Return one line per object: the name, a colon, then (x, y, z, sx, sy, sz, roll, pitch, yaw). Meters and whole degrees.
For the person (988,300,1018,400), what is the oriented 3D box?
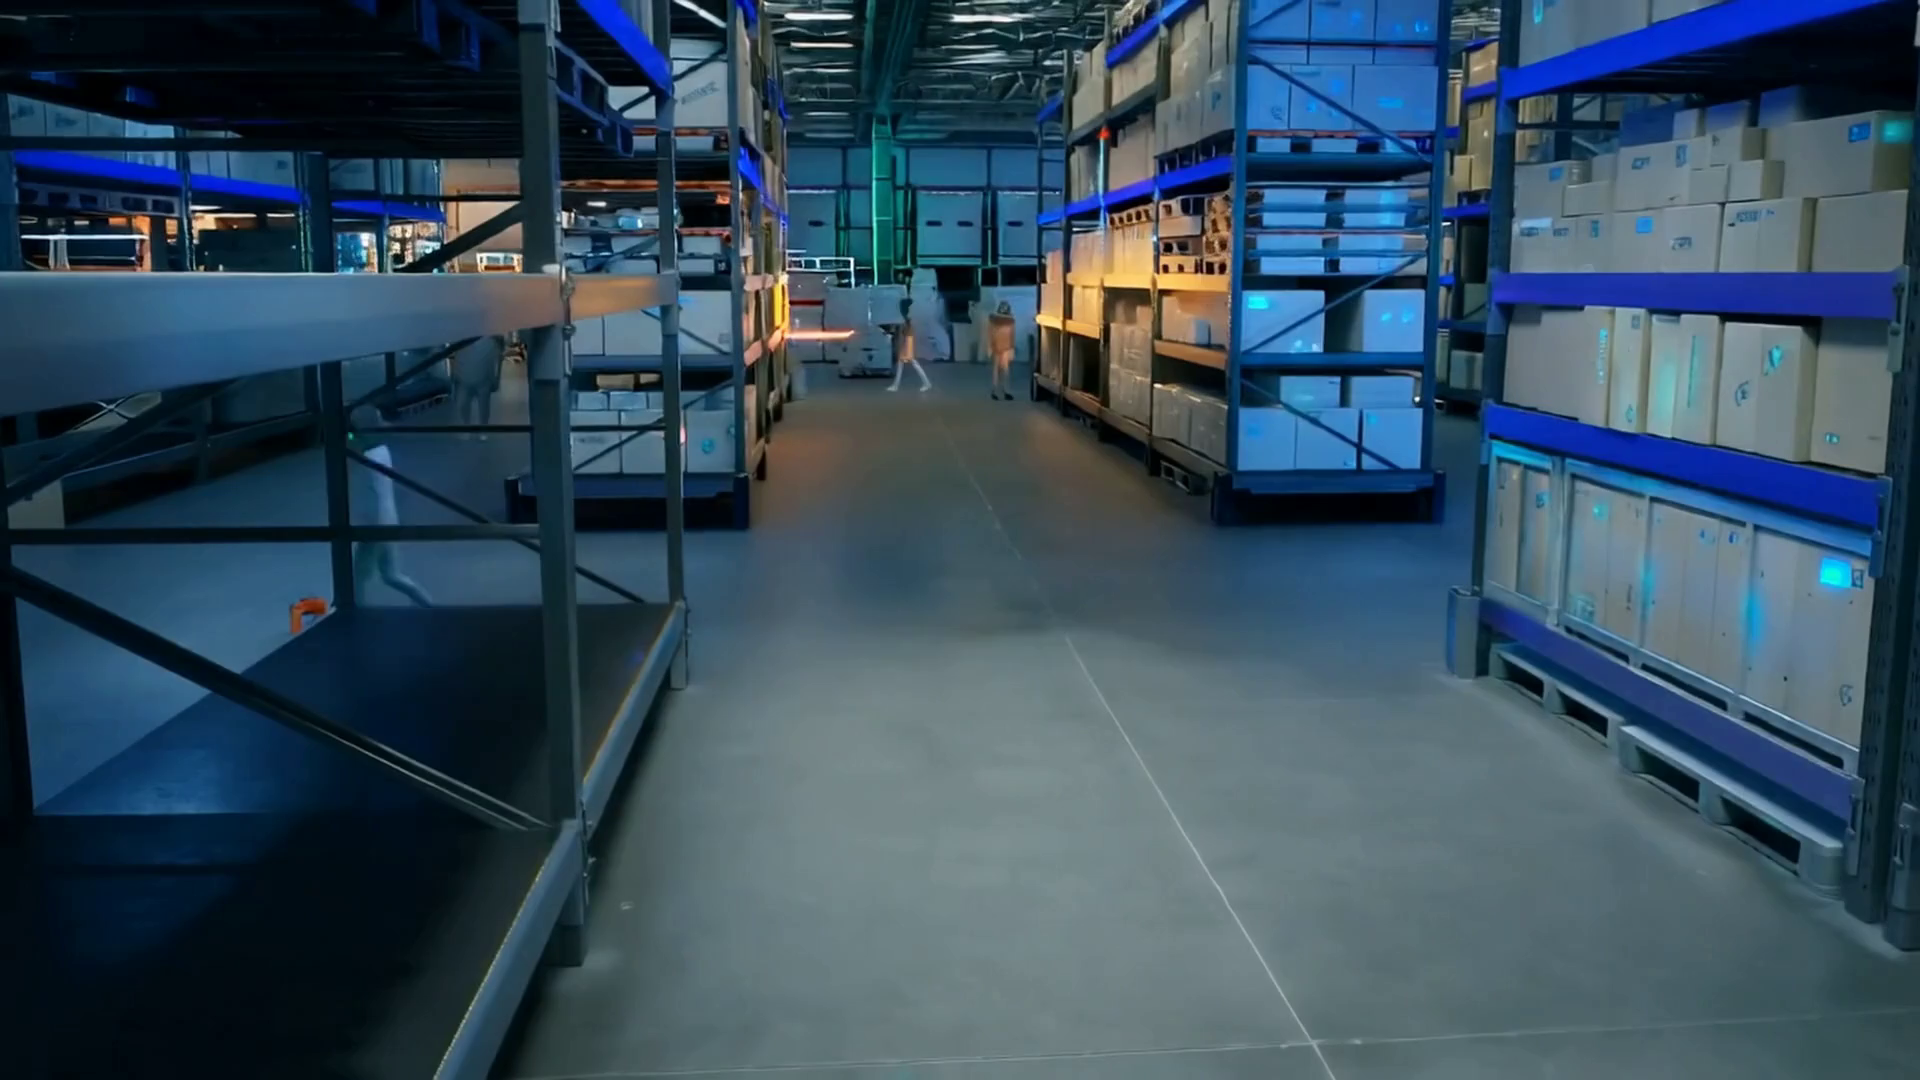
person: (0.841, -3.673, 32.157, 0.627, 1.936, 0.373, -3, 10, -20)

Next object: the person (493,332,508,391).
person: (-9.692, -4.043, 34.663, 0.542, 1.890, 1.018, -3, 9, -17)

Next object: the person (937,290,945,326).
person: (-0.726, -7.864, 58.647, 1.041, 1.884, 0.653, -2, 9, -12)

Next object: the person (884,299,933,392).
person: (-1.027, -4.004, 34.290, 0.998, 1.929, 0.598, 0, 9, -2)

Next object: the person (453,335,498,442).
person: (-6.992, -2.331, 23.878, 0.680, 1.876, 0.814, 0, 9, 2)

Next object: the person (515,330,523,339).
person: (-16.409, -8.445, 62.132, 0.715, 1.945, 0.400, 5, 11, 30)

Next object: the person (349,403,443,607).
person: (-3.641, -0.072, 10.560, 0.738, 1.607, 0.500, -2, 9, -10)
